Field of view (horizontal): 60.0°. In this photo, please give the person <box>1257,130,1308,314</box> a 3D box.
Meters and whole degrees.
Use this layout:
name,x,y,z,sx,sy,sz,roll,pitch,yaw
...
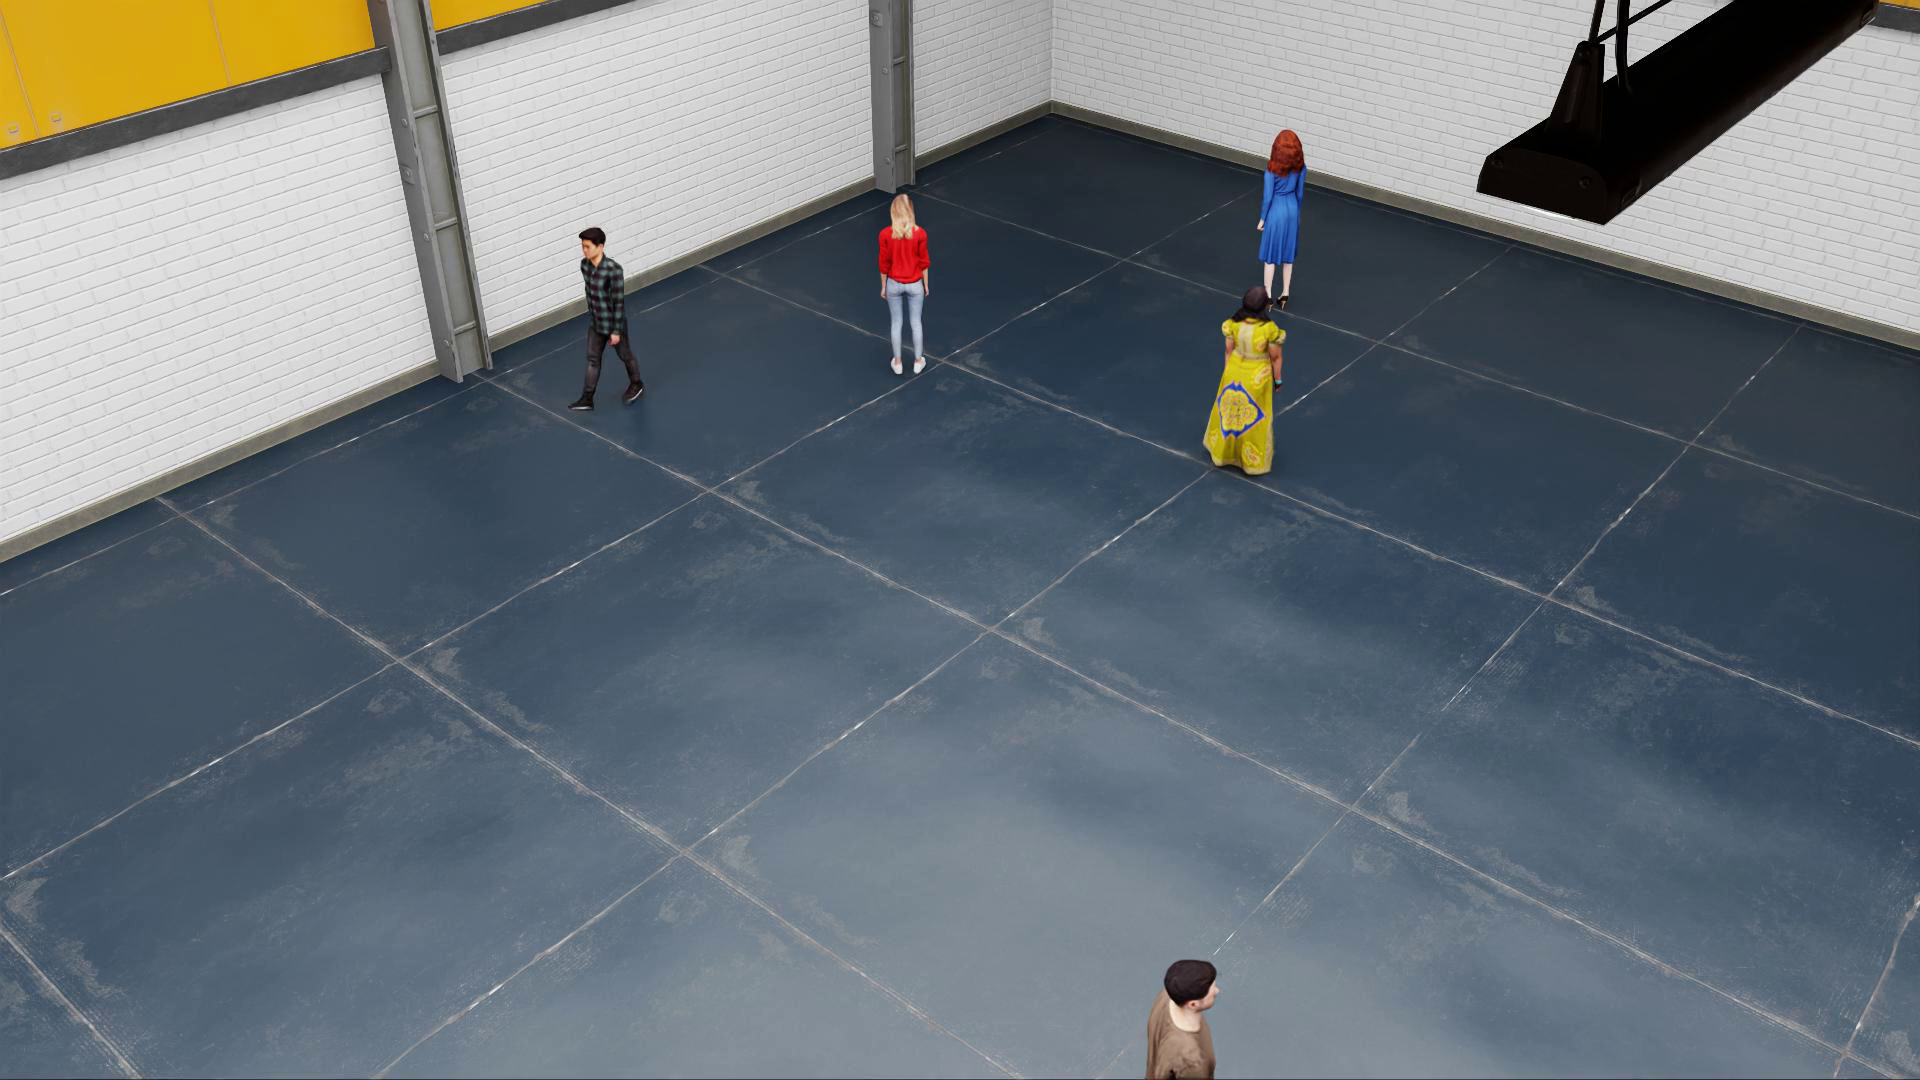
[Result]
name,x,y,z,sx,sy,sz,roll,pitch,yaw
person,3.112,-3.083,16.143,0.673,1.827,0.770,-11,35,-16

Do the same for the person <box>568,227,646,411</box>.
name,x,y,z,sx,sy,sz,roll,pitch,yaw
person,-3.036,-1.960,14.562,0.791,1.686,1.069,18,38,25

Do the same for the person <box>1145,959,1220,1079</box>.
name,x,y,z,sx,sy,sz,roll,pitch,yaw
person,0.971,2.593,7.549,0.791,1.888,0.746,-6,34,-8

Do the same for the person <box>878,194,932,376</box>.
name,x,y,z,sx,sy,sz,roll,pitch,yaw
person,-0.506,-2.313,15.096,0.684,1.704,0.738,-2,34,-3

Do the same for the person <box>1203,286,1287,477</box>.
name,x,y,z,sx,sy,sz,roll,pitch,yaw
person,2.370,-1.299,13.609,0.875,1.661,0.783,18,38,25
